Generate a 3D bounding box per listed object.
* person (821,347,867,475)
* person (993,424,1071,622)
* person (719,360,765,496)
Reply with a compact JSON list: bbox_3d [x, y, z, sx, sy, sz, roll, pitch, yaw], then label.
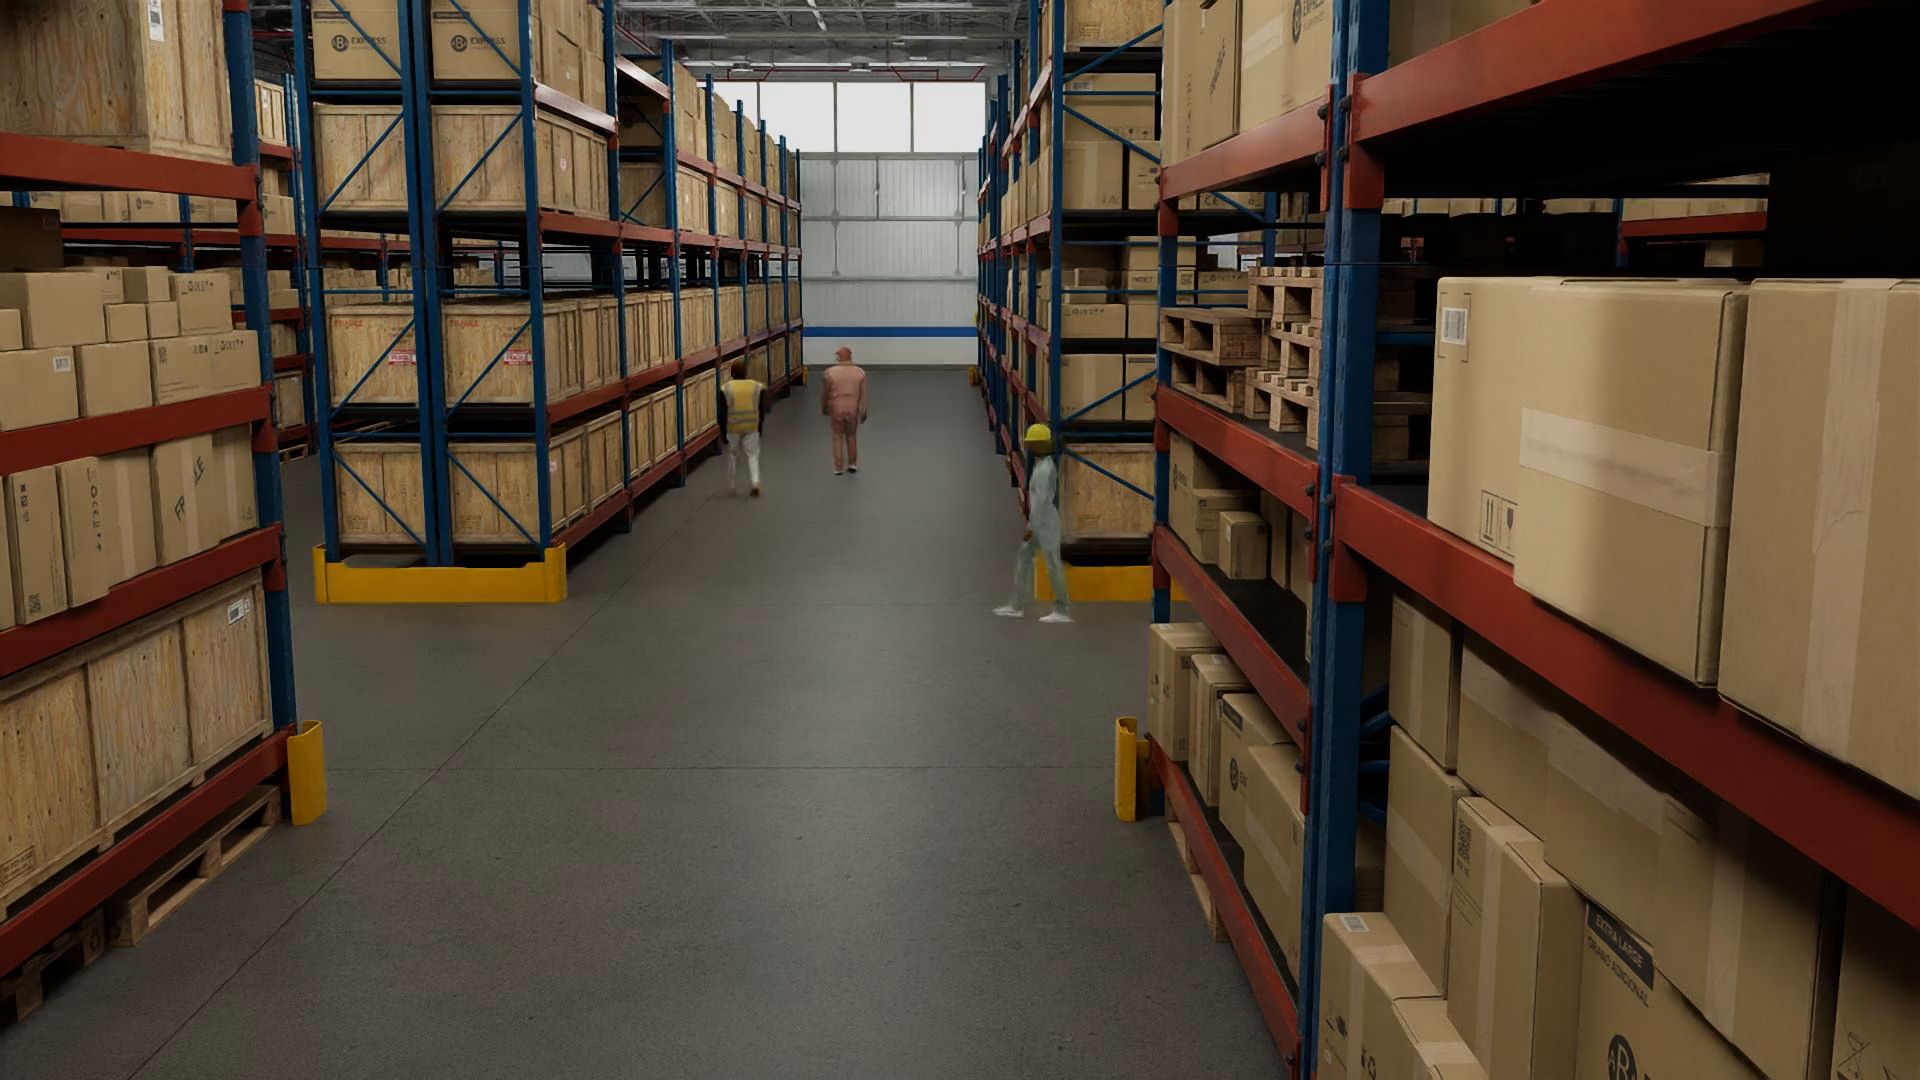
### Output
[{"bbox_3d":[-1.738,-1.911,24.619,0.655,1.886,0.530,-3,10,-20],"label":"person"},{"bbox_3d":[0.606,-0.133,14.246,0.768,1.716,0.491,0,9,-3],"label":"person"},{"bbox_3d":[-2.903,-1.483,22.196,0.639,1.820,0.691,-3,10,-16],"label":"person"}]
